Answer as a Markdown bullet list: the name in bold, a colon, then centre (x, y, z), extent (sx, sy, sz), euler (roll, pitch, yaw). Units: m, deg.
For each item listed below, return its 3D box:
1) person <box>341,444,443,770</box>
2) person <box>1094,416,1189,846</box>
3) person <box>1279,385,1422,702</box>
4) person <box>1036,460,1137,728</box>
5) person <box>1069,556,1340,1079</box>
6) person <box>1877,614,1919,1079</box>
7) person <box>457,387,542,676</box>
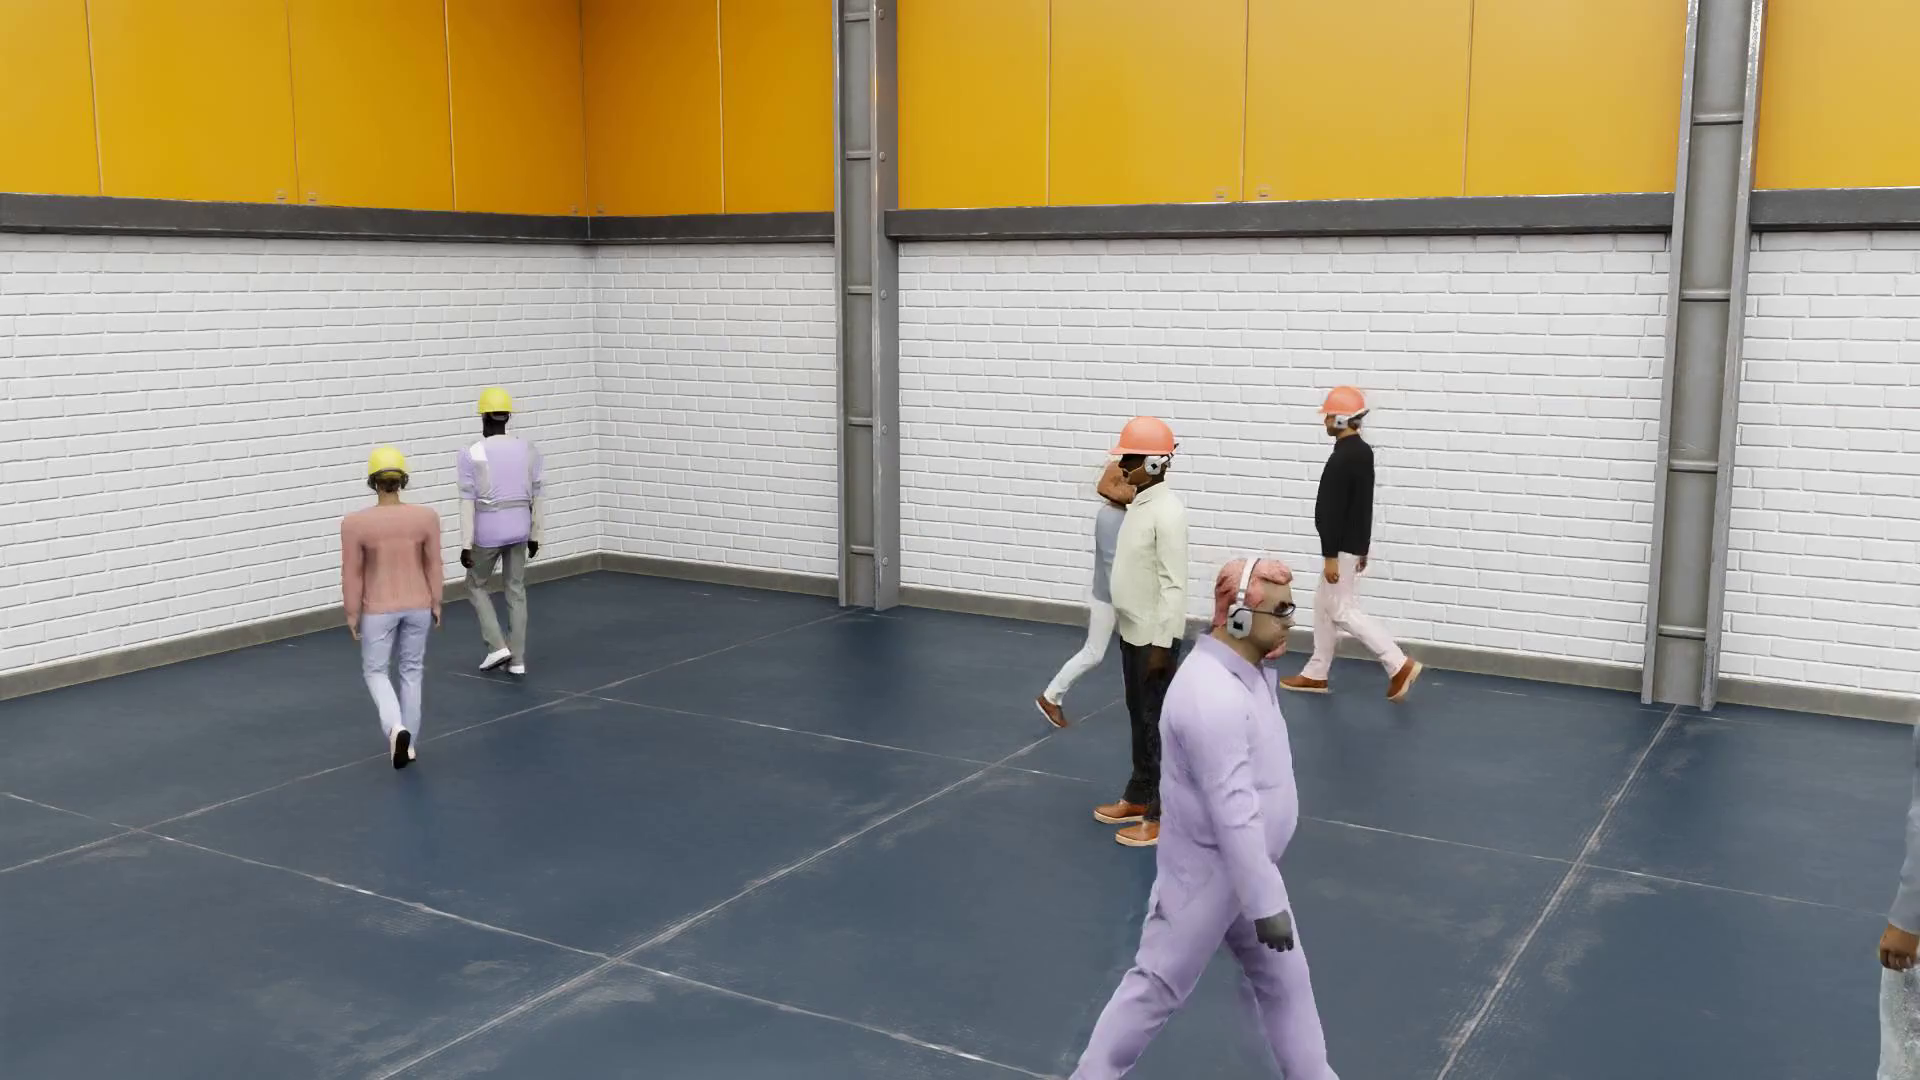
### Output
- **person**: centre (-2.982, 0.371, 8.818), extent (0.529, 1.751, 0.598), euler (-6, 11, -32)
- **person**: centre (0.867, 0.418, 7.758), extent (0.377, 1.995, 0.608), euler (-2, 9, -11)
- **person**: centre (2.439, 0.031, 10.264), extent (0.859, 1.970, 0.622), euler (5, 10, 29)
- **person**: centre (0.847, 0.322, 9.576), extent (0.812, 1.597, 0.498), euler (4, 10, 26)
- **person**: centre (0.769, 0.957, 4.877), extent (1.040, 1.849, 0.631), euler (4, 10, 22)
- **person**: centre (2.829, 0.989, 4.495), extent (0.909, 1.911, 0.641), euler (9, 13, 44)
- **person**: centre (-3.029, -0.048, 10.929), extent (0.608, 1.906, 0.438), euler (-8, 12, -41)
